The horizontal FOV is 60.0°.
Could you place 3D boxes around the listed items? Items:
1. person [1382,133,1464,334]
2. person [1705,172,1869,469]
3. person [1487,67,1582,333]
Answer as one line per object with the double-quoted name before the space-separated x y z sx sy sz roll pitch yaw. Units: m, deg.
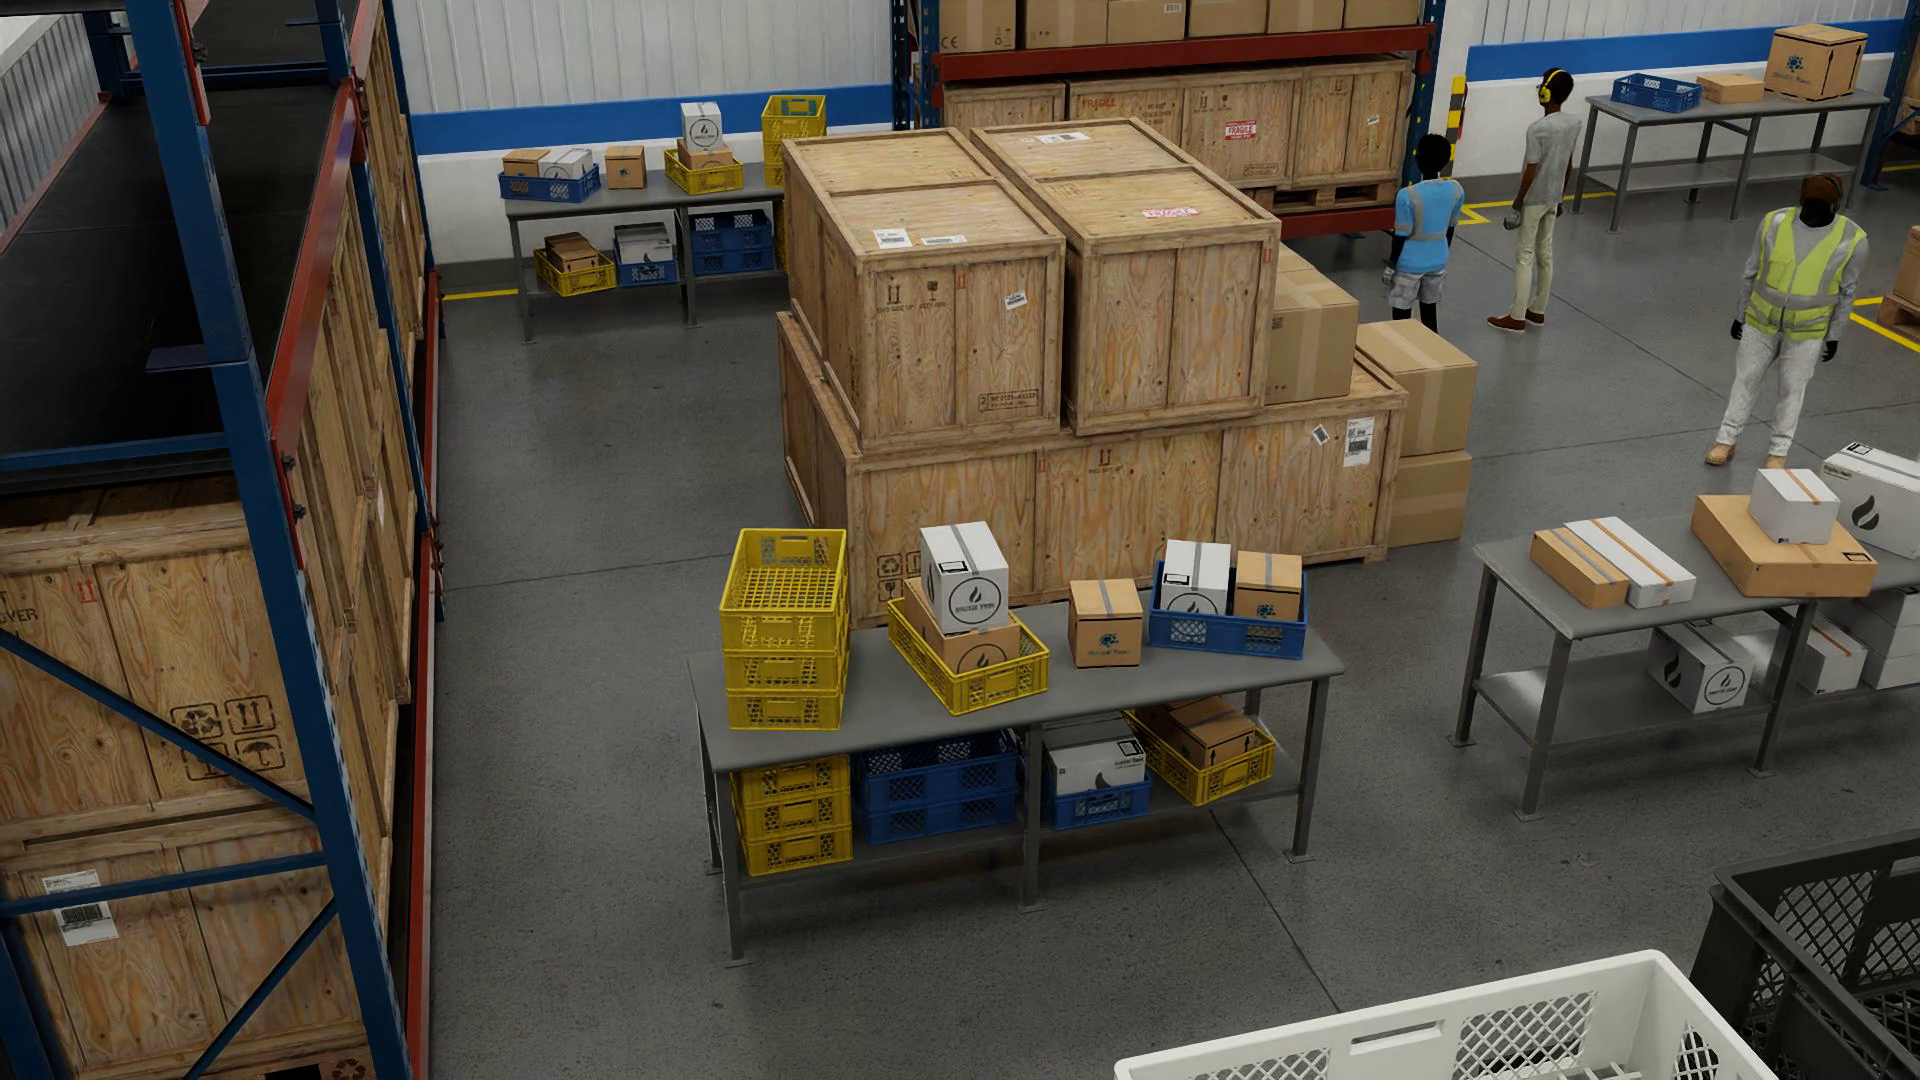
"person" 3.006 -1.818 10.919 0.541 1.695 0.315 -14 32 -24
"person" 4.849 -1.257 9.762 0.619 1.837 0.430 20 34 31
"person" 4.086 -2.395 11.789 0.521 1.873 0.328 -16 33 -27
